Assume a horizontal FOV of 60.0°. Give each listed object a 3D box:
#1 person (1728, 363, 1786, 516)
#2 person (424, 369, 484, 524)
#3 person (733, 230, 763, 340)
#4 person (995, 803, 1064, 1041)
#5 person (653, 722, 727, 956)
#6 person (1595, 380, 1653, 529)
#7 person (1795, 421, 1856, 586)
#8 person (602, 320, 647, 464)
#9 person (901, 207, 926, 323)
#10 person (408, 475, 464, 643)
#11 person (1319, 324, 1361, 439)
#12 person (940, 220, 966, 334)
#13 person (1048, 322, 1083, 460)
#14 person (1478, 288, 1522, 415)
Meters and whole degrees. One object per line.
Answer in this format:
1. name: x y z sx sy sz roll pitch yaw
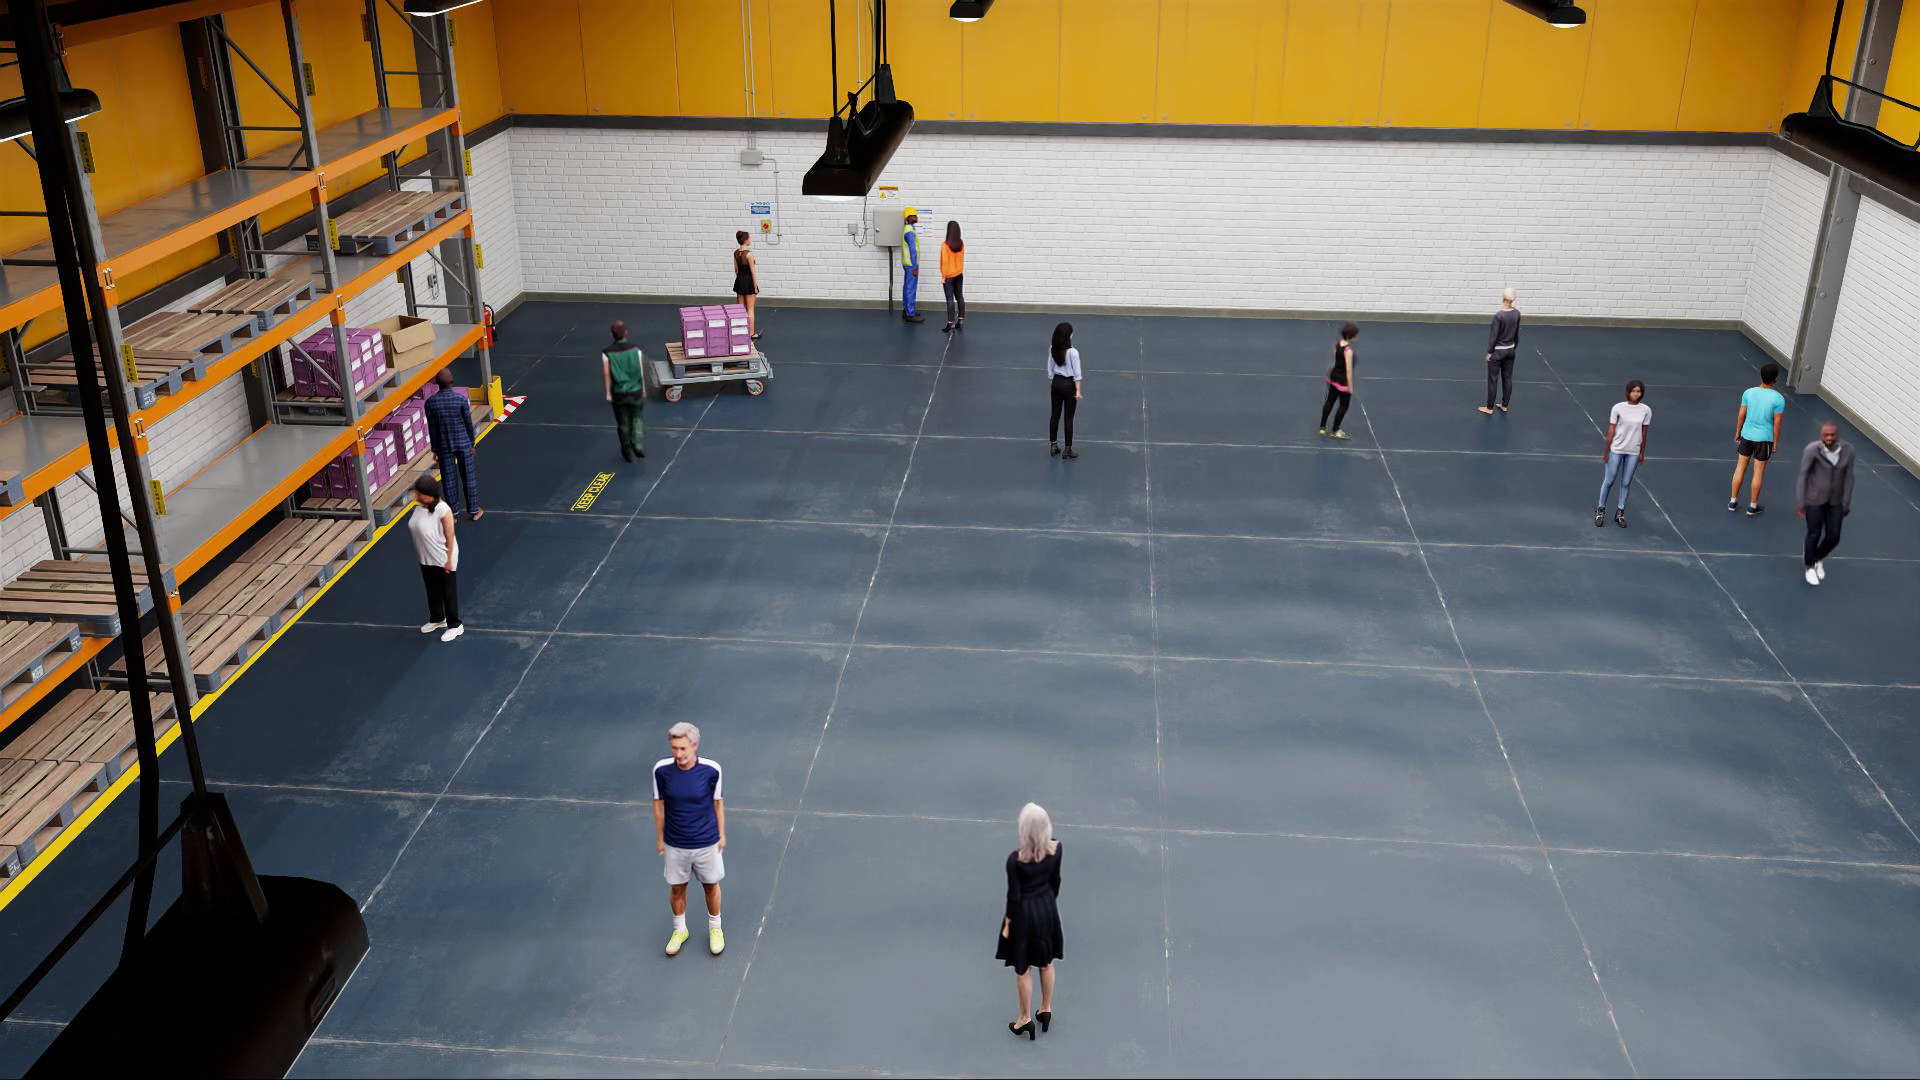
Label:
1. person: 9.159 -1.167 19.129 0.686 1.773 0.709 20 30 38
2. person: -5.741 -1.077 18.865 0.742 1.819 0.730 -7 24 -15
3. person: -3.300 -3.934 25.583 0.681 1.675 0.718 18 29 35
4. person: 0.464 2.474 10.834 0.705 1.746 0.745 -14 27 -29
5. person: -1.881 2.071 11.641 0.662 1.838 0.587 -1 24 -3
6. person: 7.494 -0.984 18.778 0.595 1.719 0.529 3 24 8
7. person: 8.995 -0.421 17.404 0.747 1.789 0.638 2 24 4
8. person: -4.104 -1.803 20.515 0.805 1.830 0.882 -8 25 -17
9. person: -0.784 -4.404 26.486 0.778 1.812 0.601 -3 24 -8
10. person: -5.122 0.149 16.222 0.764 1.691 0.798 19 30 37
11. person: 4.907 -2.076 21.511 0.803 1.531 0.624 -9 25 -20
12. person: -0.110 -4.114 25.902 0.766 1.749 0.688 21 31 39
13. person: 1.294 -1.877 20.792 0.733 1.744 0.752 19 30 36
14. person: 7.300 -2.560 22.375 0.674 1.727 0.666 -9 25 -19
